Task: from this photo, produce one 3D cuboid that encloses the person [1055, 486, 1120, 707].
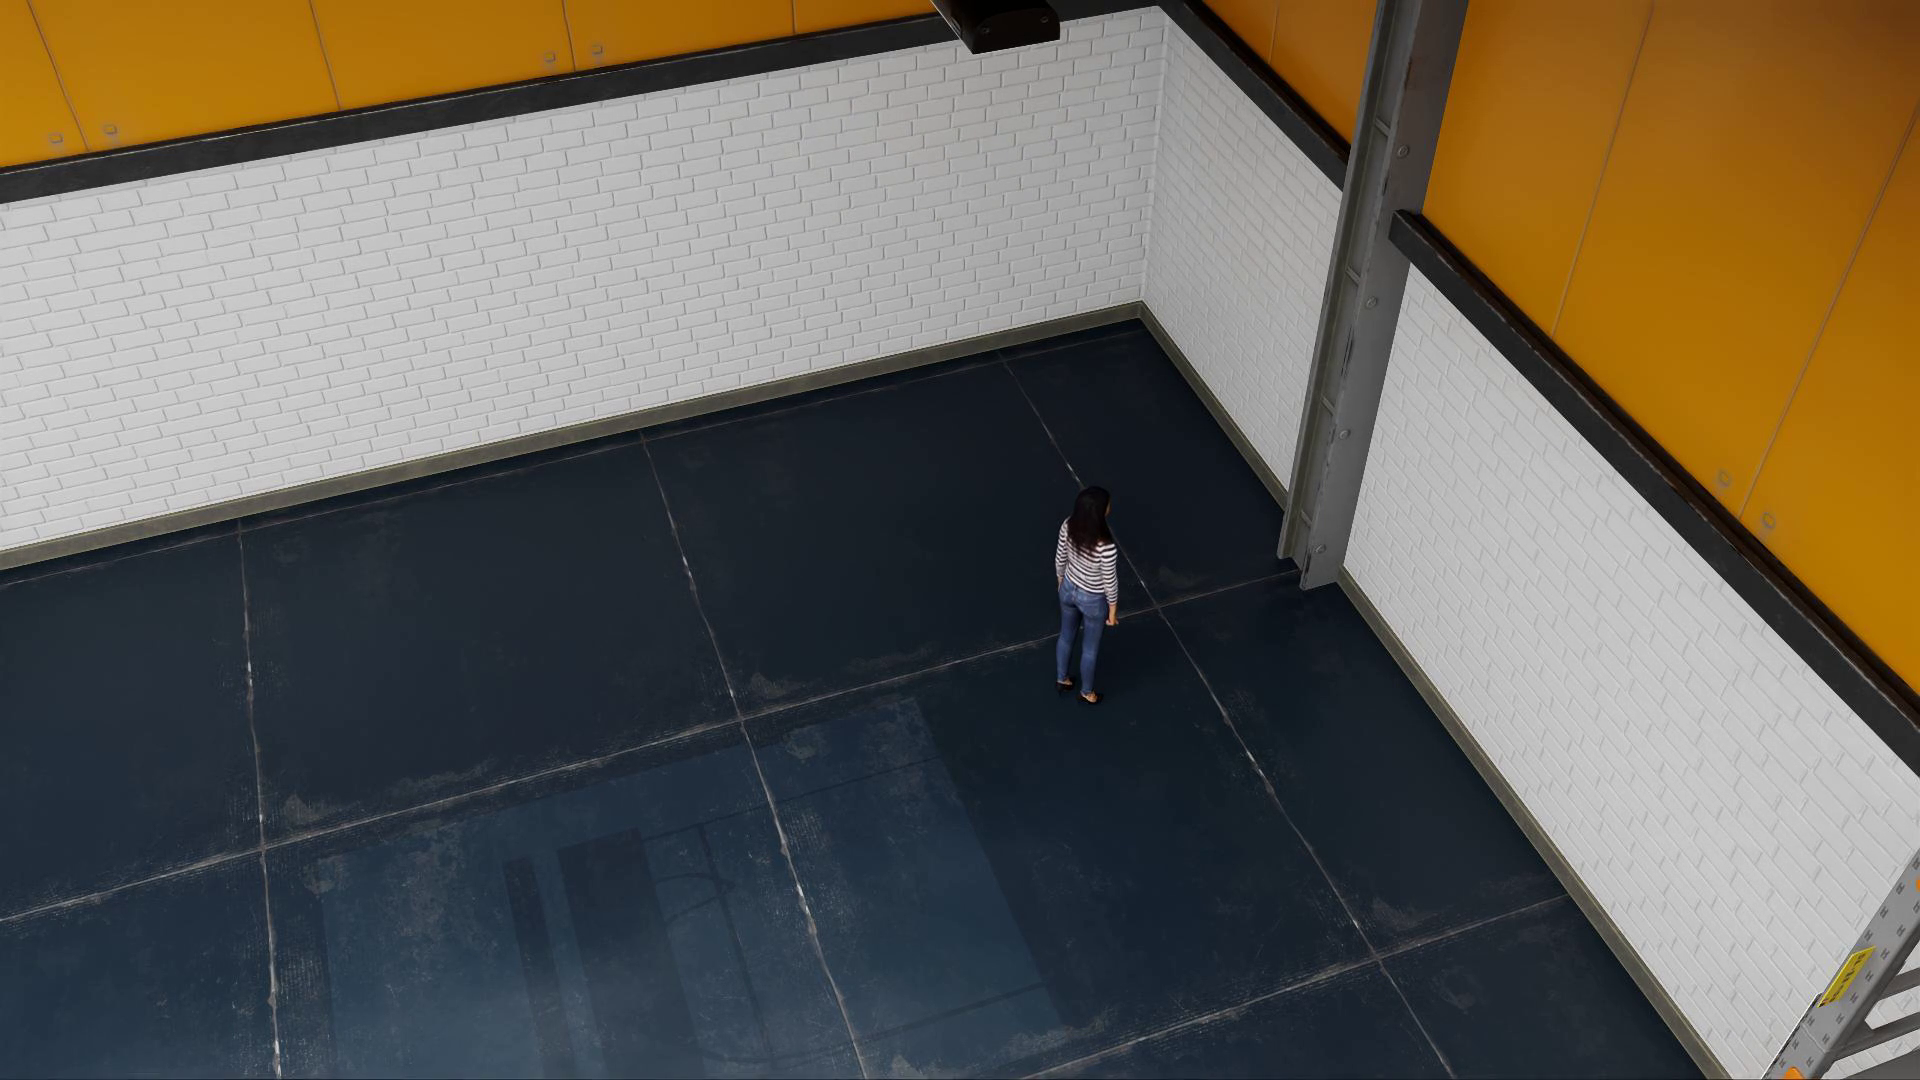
[{"bbox_3d":[0.780,0.368,10.434,0.608,1.794,0.734,32,52,29],"label":"person"}]
